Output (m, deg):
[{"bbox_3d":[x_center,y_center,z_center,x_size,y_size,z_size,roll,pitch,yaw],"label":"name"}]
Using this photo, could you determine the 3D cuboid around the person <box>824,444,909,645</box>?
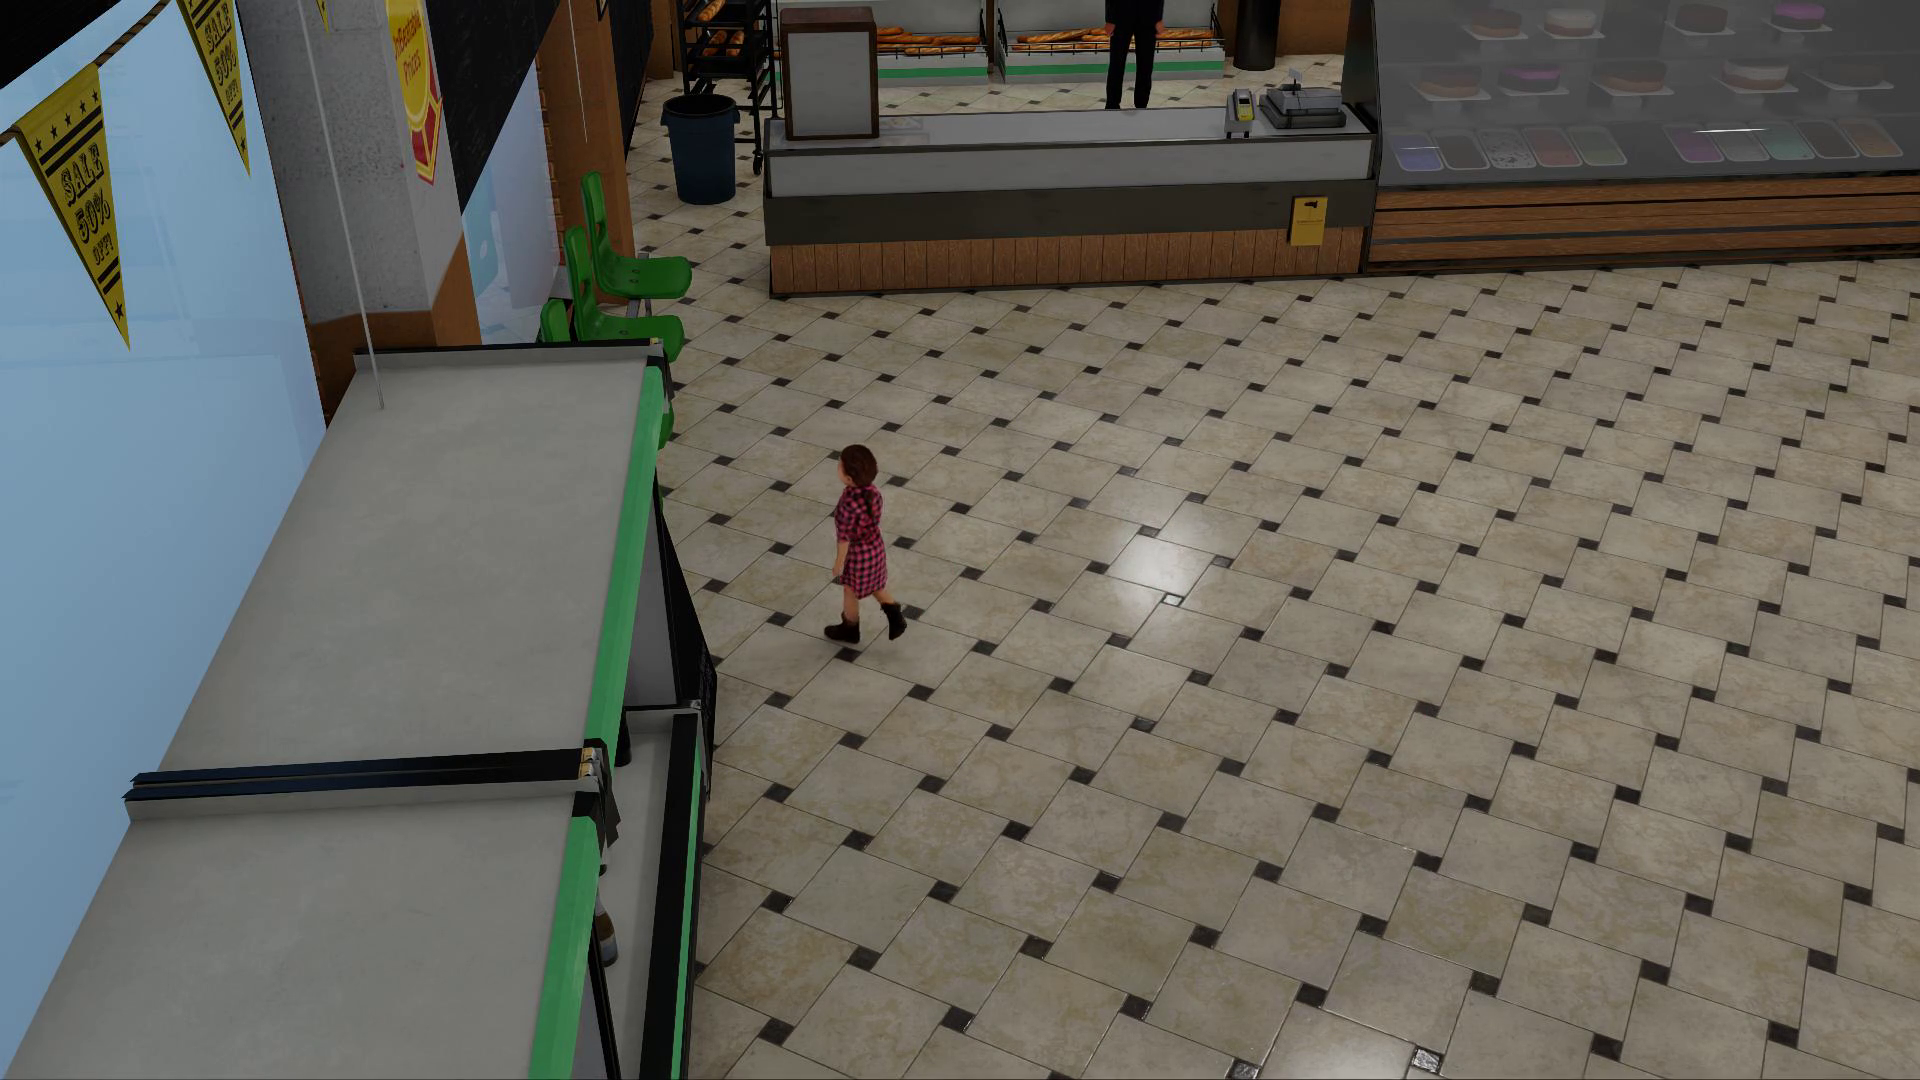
[{"bbox_3d":[-0.418,0.046,7.386,0.665,1.016,0.647,15,35,23],"label":"person"}]

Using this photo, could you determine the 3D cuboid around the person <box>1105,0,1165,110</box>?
[{"bbox_3d":[1.421,-4.241,13.470,0.631,1.867,0.556,-3,32,-5],"label":"person"}]
